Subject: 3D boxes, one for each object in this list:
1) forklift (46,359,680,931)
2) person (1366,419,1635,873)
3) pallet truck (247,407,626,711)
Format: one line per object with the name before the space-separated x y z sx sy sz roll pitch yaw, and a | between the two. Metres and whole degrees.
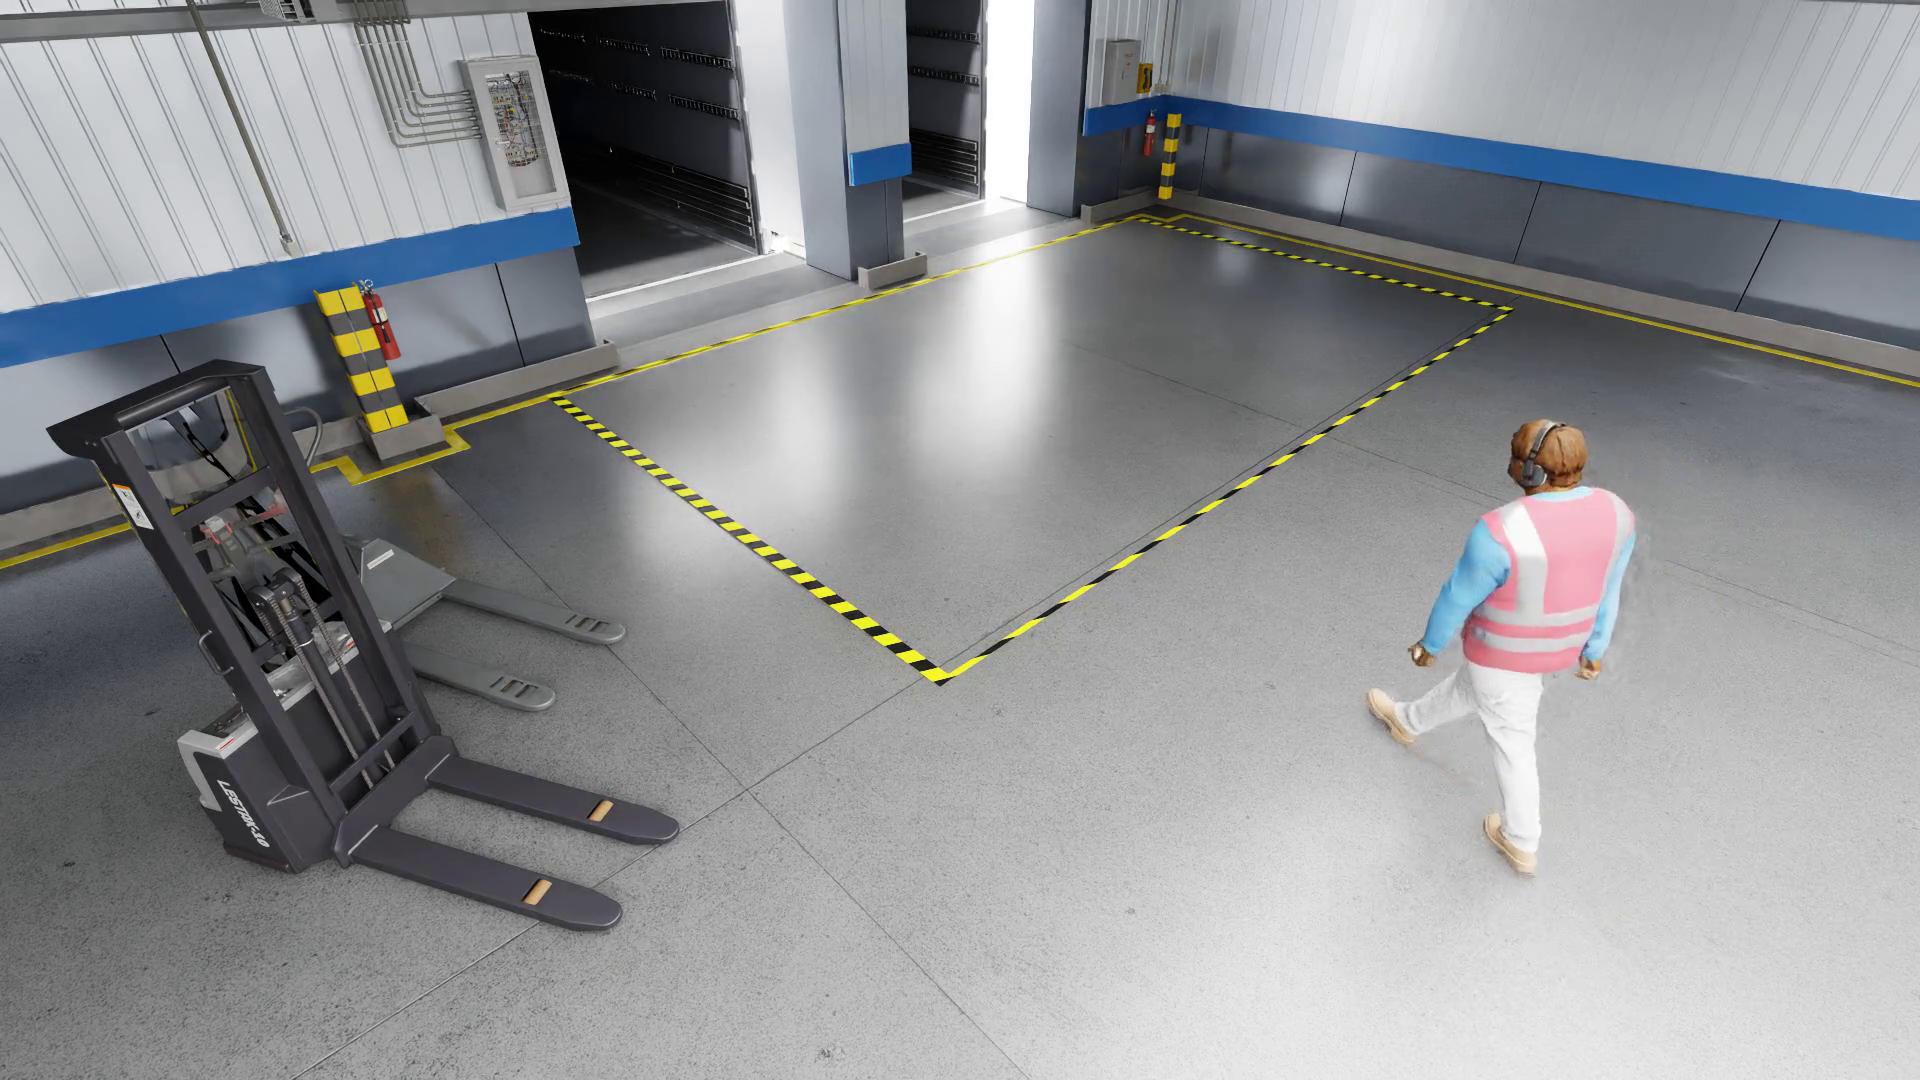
forklift | -2.135 0.422 3.354 1.885 1.965 0.823 10 35 14
person | 2.153 0.378 3.625 0.630 1.757 1.028 -11 36 -16
pallet truck | -2.628 0.038 4.590 1.601 1.201 0.680 12 36 18
